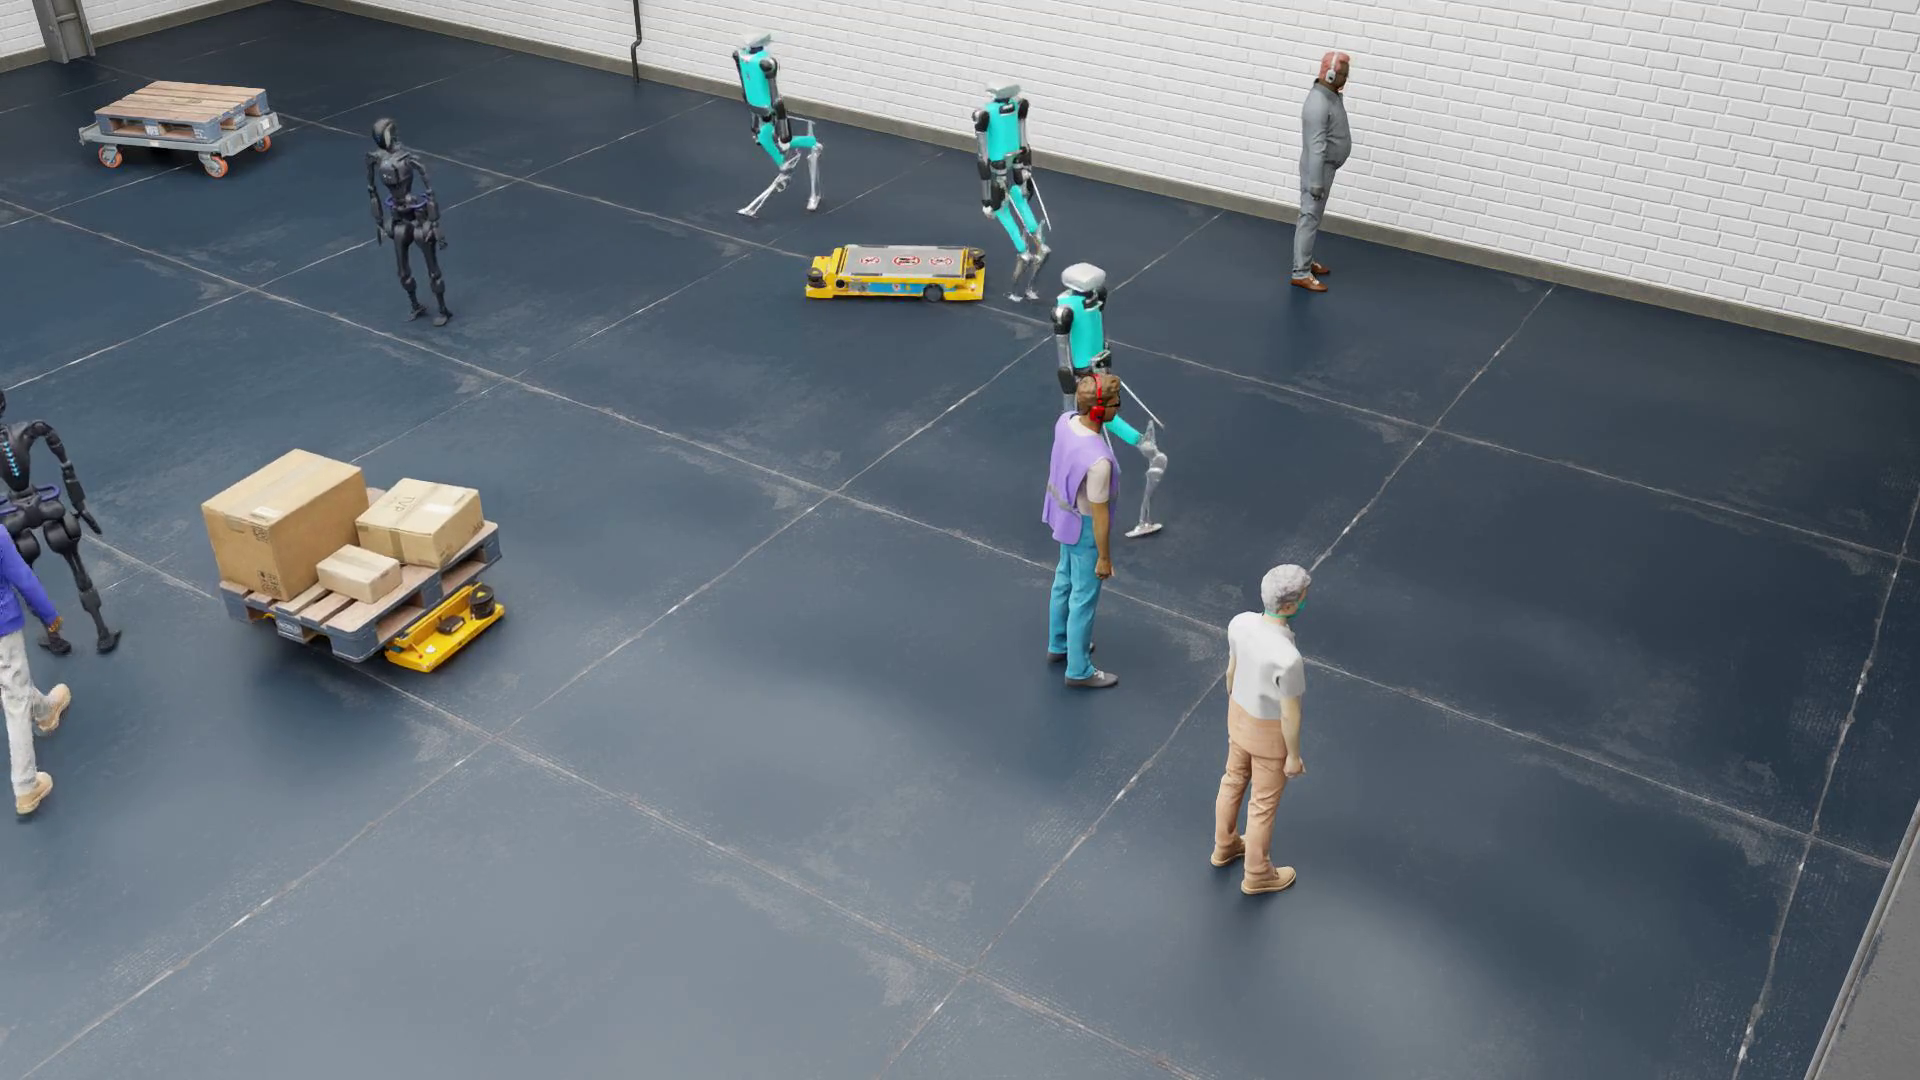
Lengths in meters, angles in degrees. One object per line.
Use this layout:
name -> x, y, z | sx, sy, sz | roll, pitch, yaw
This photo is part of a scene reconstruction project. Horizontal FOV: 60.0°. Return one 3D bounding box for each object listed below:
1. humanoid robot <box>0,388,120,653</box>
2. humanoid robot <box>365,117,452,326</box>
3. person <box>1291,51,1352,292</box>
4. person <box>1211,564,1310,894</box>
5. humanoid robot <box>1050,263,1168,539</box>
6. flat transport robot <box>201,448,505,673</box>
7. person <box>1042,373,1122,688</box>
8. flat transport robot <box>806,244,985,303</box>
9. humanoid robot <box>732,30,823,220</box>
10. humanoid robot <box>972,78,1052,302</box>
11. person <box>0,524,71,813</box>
humanoid robot -> -5.071, -0.089, 9.101 | 0.616, 1.639, 0.457 | -25, 40, -33
humanoid robot -> -4.219, -2.435, 12.739 | 0.611, 1.658, 0.312 | 8, 34, 13
person -> 2.908, -2.966, 13.360 | 0.414, 1.907, 0.641 | 8, 34, 13
person -> 1.381, 0.859, 7.560 | 0.321, 1.738, 0.479 | -17, 36, -24
humanoid robot -> 0.995, -0.771, 10.129 | 0.949, 1.750, 0.561 | 19, 37, 27
flat transport robot -> -3.441, 0.352, 9.709 | 1.431, 0.231, 0.659 | 15, 36, 22
person -> 0.644, -0.046, 8.869 | 0.374, 1.843, 0.566 | -10, 34, -15
flat transport robot -> -0.517, -2.192, 13.666 | 1.431, 0.231, 0.659 | 1, 33, 2
humanoid robot -> -1.521, -3.638, 14.570 | 1.064, 1.736, 0.534 | -25, 41, -34
humanoid robot -> 0.478, -2.652, 13.062 | 0.530, 1.826, 0.732 | -25, 41, -34
person -> -4.768, 0.399, 8.211 | 0.495, 1.817, 0.979 | -5, 33, -7
